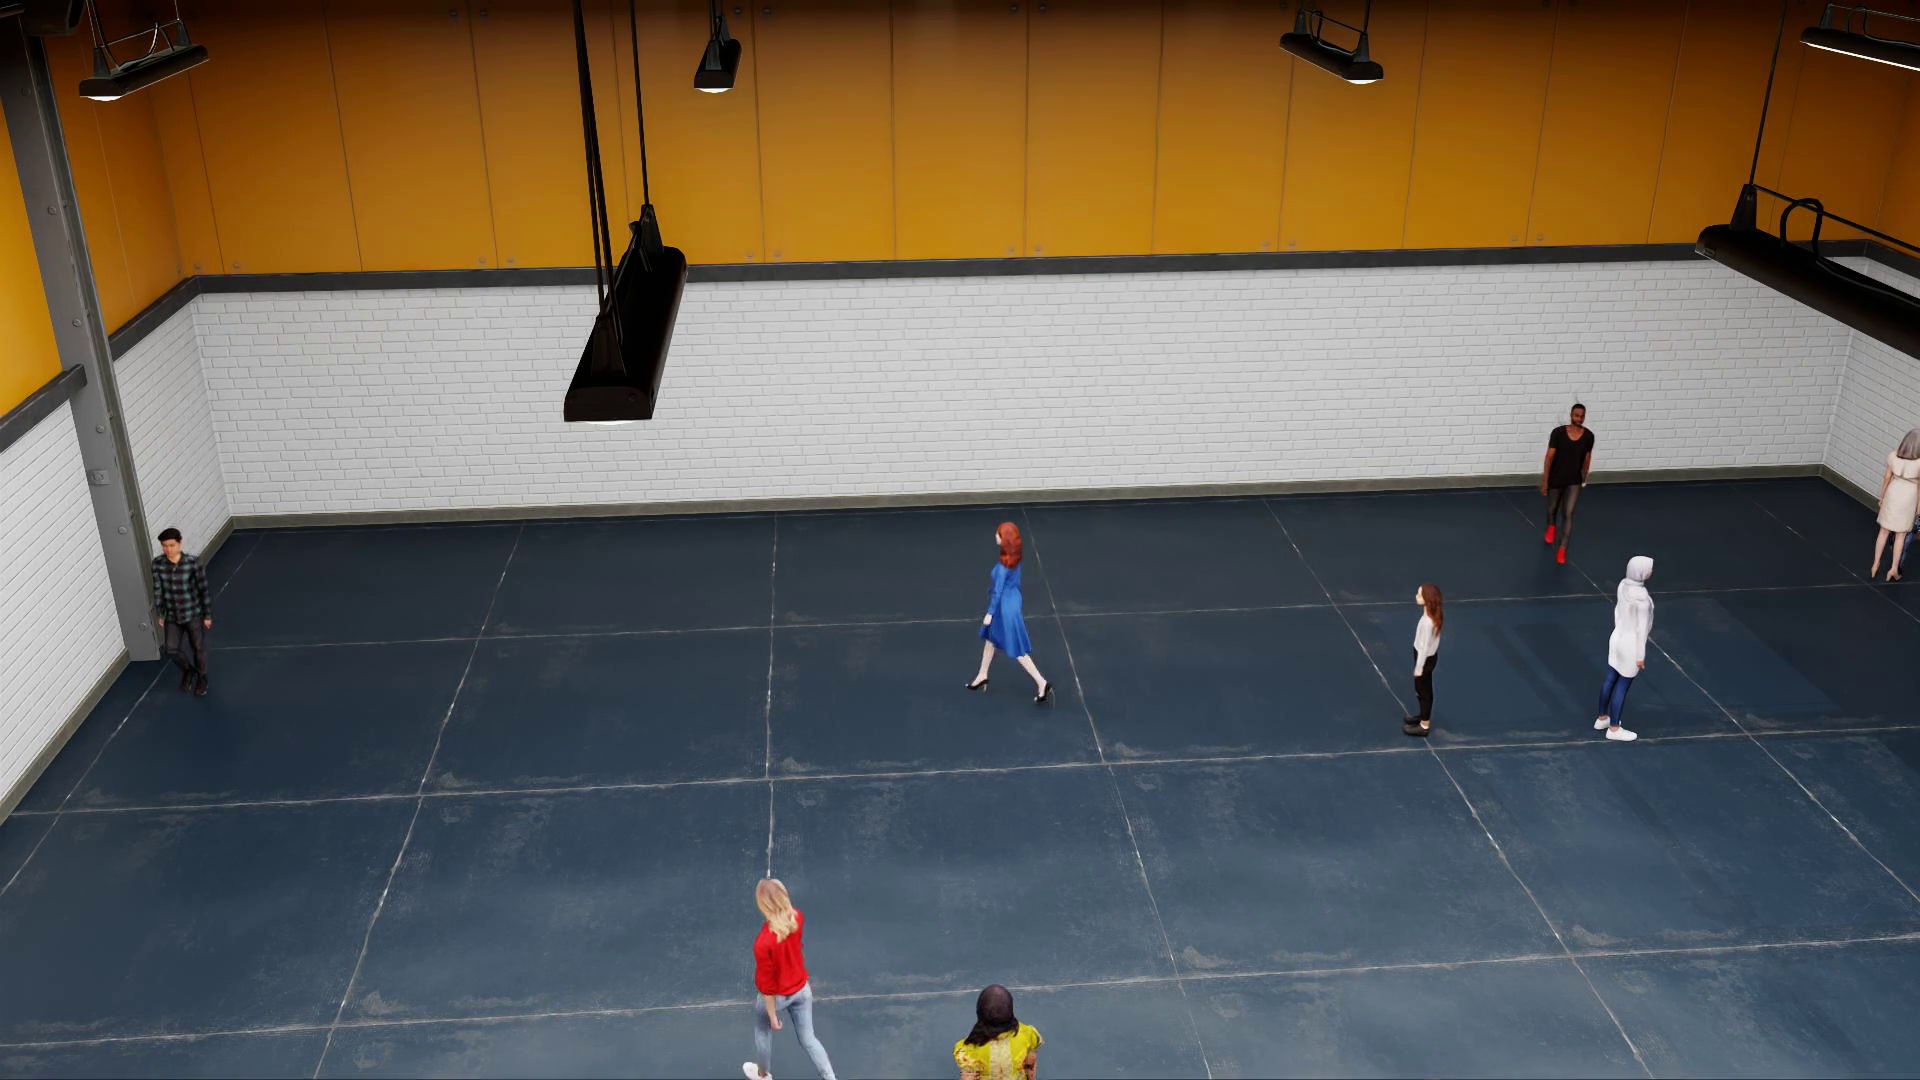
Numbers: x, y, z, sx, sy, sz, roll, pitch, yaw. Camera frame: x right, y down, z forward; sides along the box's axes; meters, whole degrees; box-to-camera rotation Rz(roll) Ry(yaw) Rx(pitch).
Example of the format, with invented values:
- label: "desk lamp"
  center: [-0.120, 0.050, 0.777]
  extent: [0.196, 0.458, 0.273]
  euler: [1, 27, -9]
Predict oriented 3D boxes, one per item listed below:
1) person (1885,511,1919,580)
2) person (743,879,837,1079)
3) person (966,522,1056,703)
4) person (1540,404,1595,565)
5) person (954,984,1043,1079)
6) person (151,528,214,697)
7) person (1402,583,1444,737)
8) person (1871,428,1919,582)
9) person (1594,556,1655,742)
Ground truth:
- label: "person"
  center: [10.453, -0.205, 18.325]
  extent: [0.774, 1.245, 0.767]
  euler: [-20, 31, -39]
- label: "person"
  center: [-1.058, 2.933, 10.612]
  extent: [1.147, 1.674, 1.081]
  euler: [19, 30, 36]
- label: "person"
  center: [0.518, 0.732, 15.507]
  extent: [0.941, 1.786, 1.141]
  euler: [6, 24, 14]
- label: "person"
  center: [6.823, -0.697, 18.807]
  extent: [0.994, 1.761, 1.299]
  euler: [8, 25, 17]
- label: "person"
  center: [0.237, 3.364, 9.676]
  extent: [0.889, 1.633, 1.082]
  euler: [-6, 24, -14]
- label: "person"
  center: [-7.350, 0.641, 15.758]
  extent: [0.707, 1.707, 0.587]
  euler: [-3, 24, -7]
- label: "person"
  center: [4.238, 1.072, 15.110]
  extent: [0.668, 1.480, 0.552]
  euler: [9, 25, 20]
- label: "person"
  center: [10.252, -0.389, 18.133]
  extent: [0.752, 1.736, 0.670]
  euler: [-20, 31, -38]
- label: "person"
  center: [6.006, 0.959, 15.000]
  extent: [0.673, 1.776, 0.456]
  euler: [-3, 24, -6]
